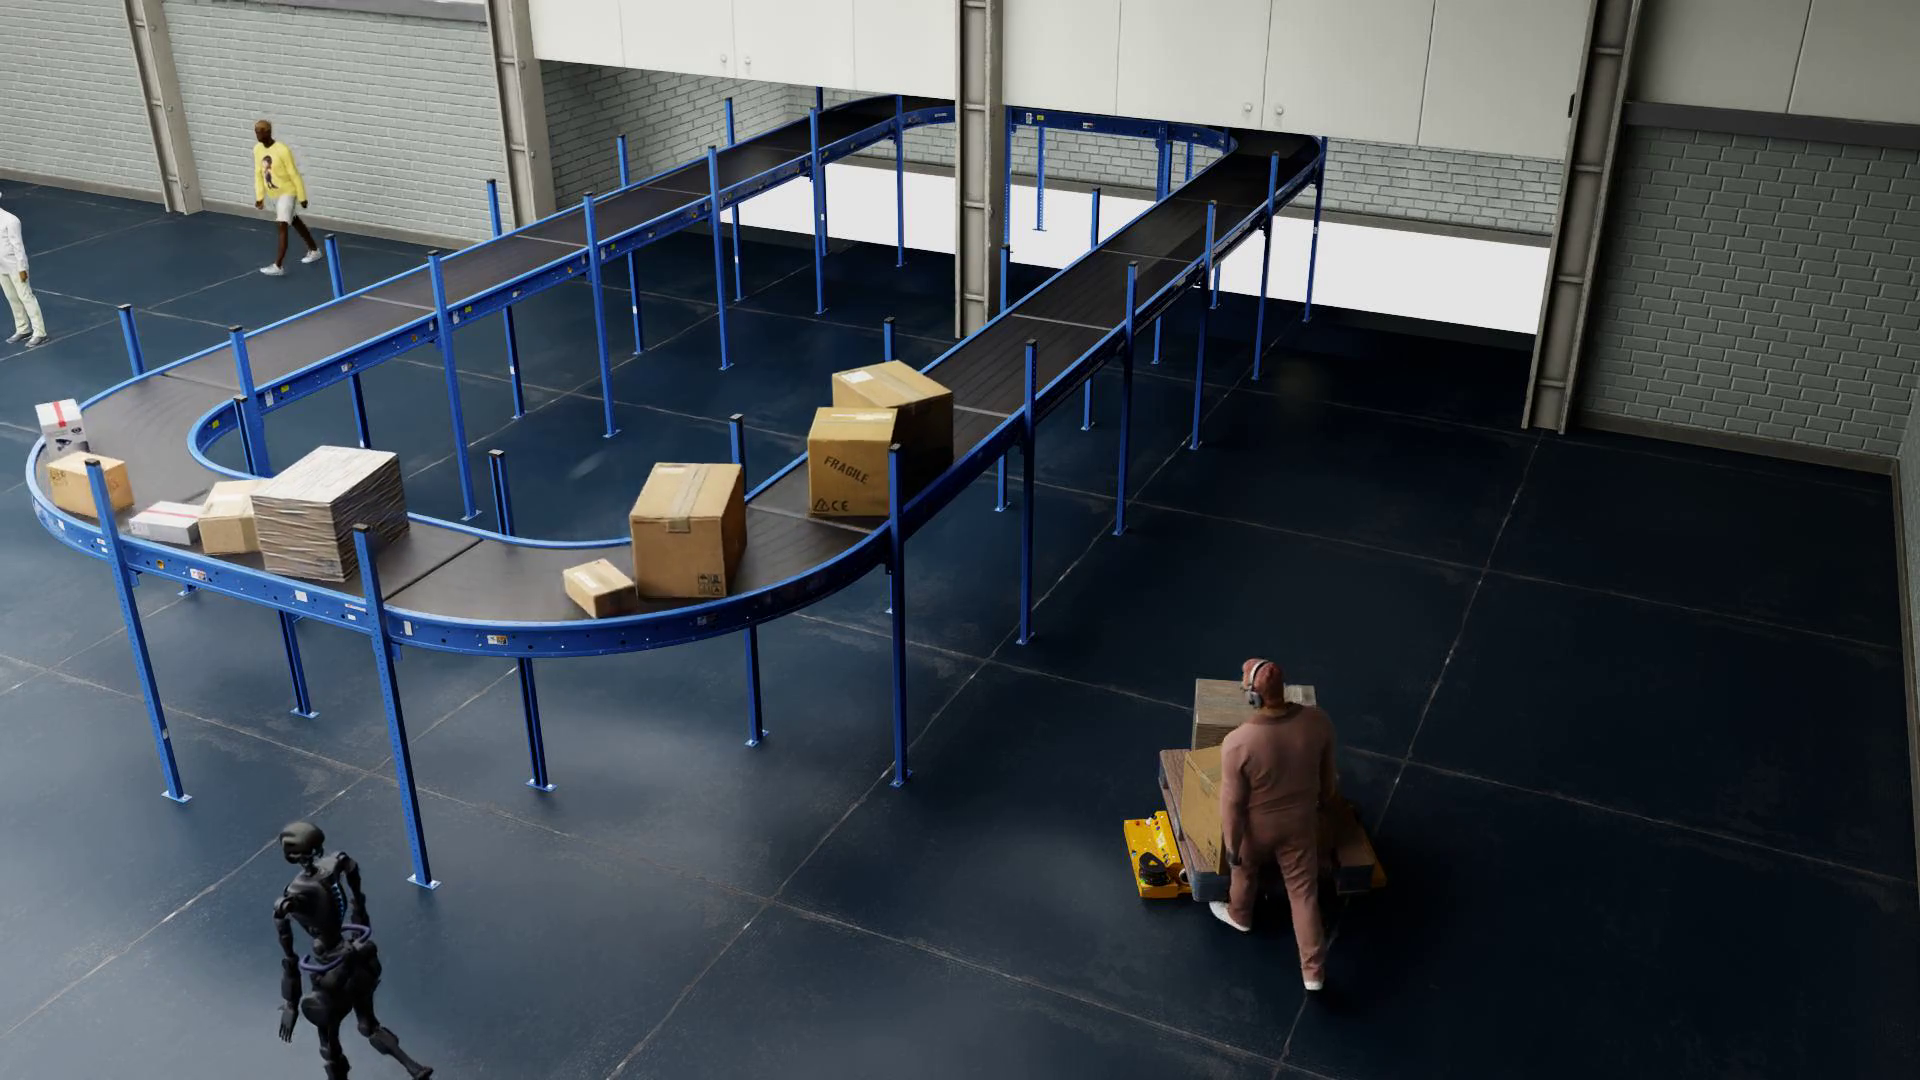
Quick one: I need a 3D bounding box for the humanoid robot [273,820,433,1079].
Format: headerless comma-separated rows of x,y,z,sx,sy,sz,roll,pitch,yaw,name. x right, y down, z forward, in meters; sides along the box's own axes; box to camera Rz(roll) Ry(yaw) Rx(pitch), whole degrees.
-2.852,2.053,7.762,0.558,1.643,0.601,9,28,18,humanoid robot

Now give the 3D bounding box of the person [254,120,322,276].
-8.208,-4.162,20.098,0.525,1.833,1.043,12,29,23,person

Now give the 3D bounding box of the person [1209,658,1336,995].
1.681,1.480,8.716,0.732,1.850,0.955,-7,27,-13,person

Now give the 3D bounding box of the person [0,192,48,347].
-10.153,-2.928,17.715,0.562,1.745,0.346,12,29,23,person

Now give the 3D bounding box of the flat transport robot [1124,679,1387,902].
1.728,1.823,9.803,1.431,0.231,0.659,-2,26,-3,flat transport robot
